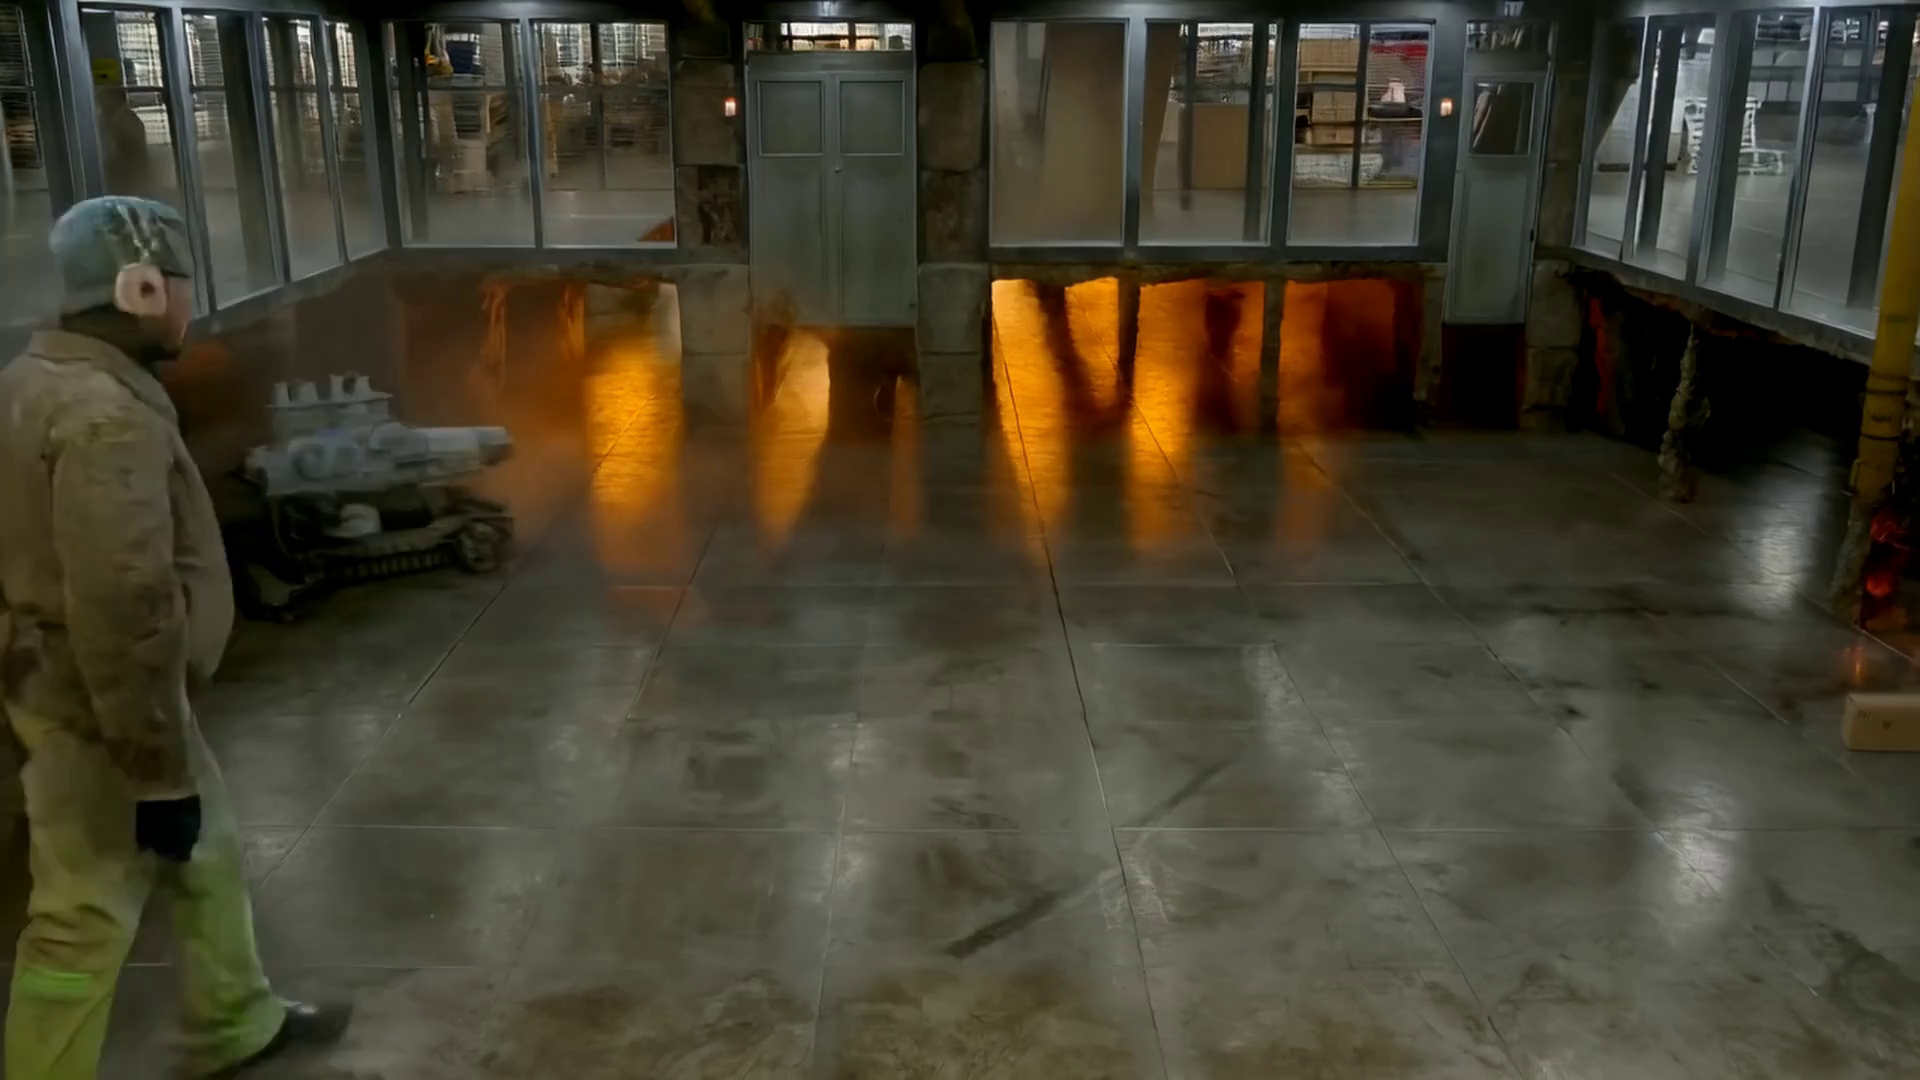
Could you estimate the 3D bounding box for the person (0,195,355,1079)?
[{"bbox_3d":[-1.526,0.312,3.126,0.834,1.864,0.735,-11,20,-33],"label":"person"}]
